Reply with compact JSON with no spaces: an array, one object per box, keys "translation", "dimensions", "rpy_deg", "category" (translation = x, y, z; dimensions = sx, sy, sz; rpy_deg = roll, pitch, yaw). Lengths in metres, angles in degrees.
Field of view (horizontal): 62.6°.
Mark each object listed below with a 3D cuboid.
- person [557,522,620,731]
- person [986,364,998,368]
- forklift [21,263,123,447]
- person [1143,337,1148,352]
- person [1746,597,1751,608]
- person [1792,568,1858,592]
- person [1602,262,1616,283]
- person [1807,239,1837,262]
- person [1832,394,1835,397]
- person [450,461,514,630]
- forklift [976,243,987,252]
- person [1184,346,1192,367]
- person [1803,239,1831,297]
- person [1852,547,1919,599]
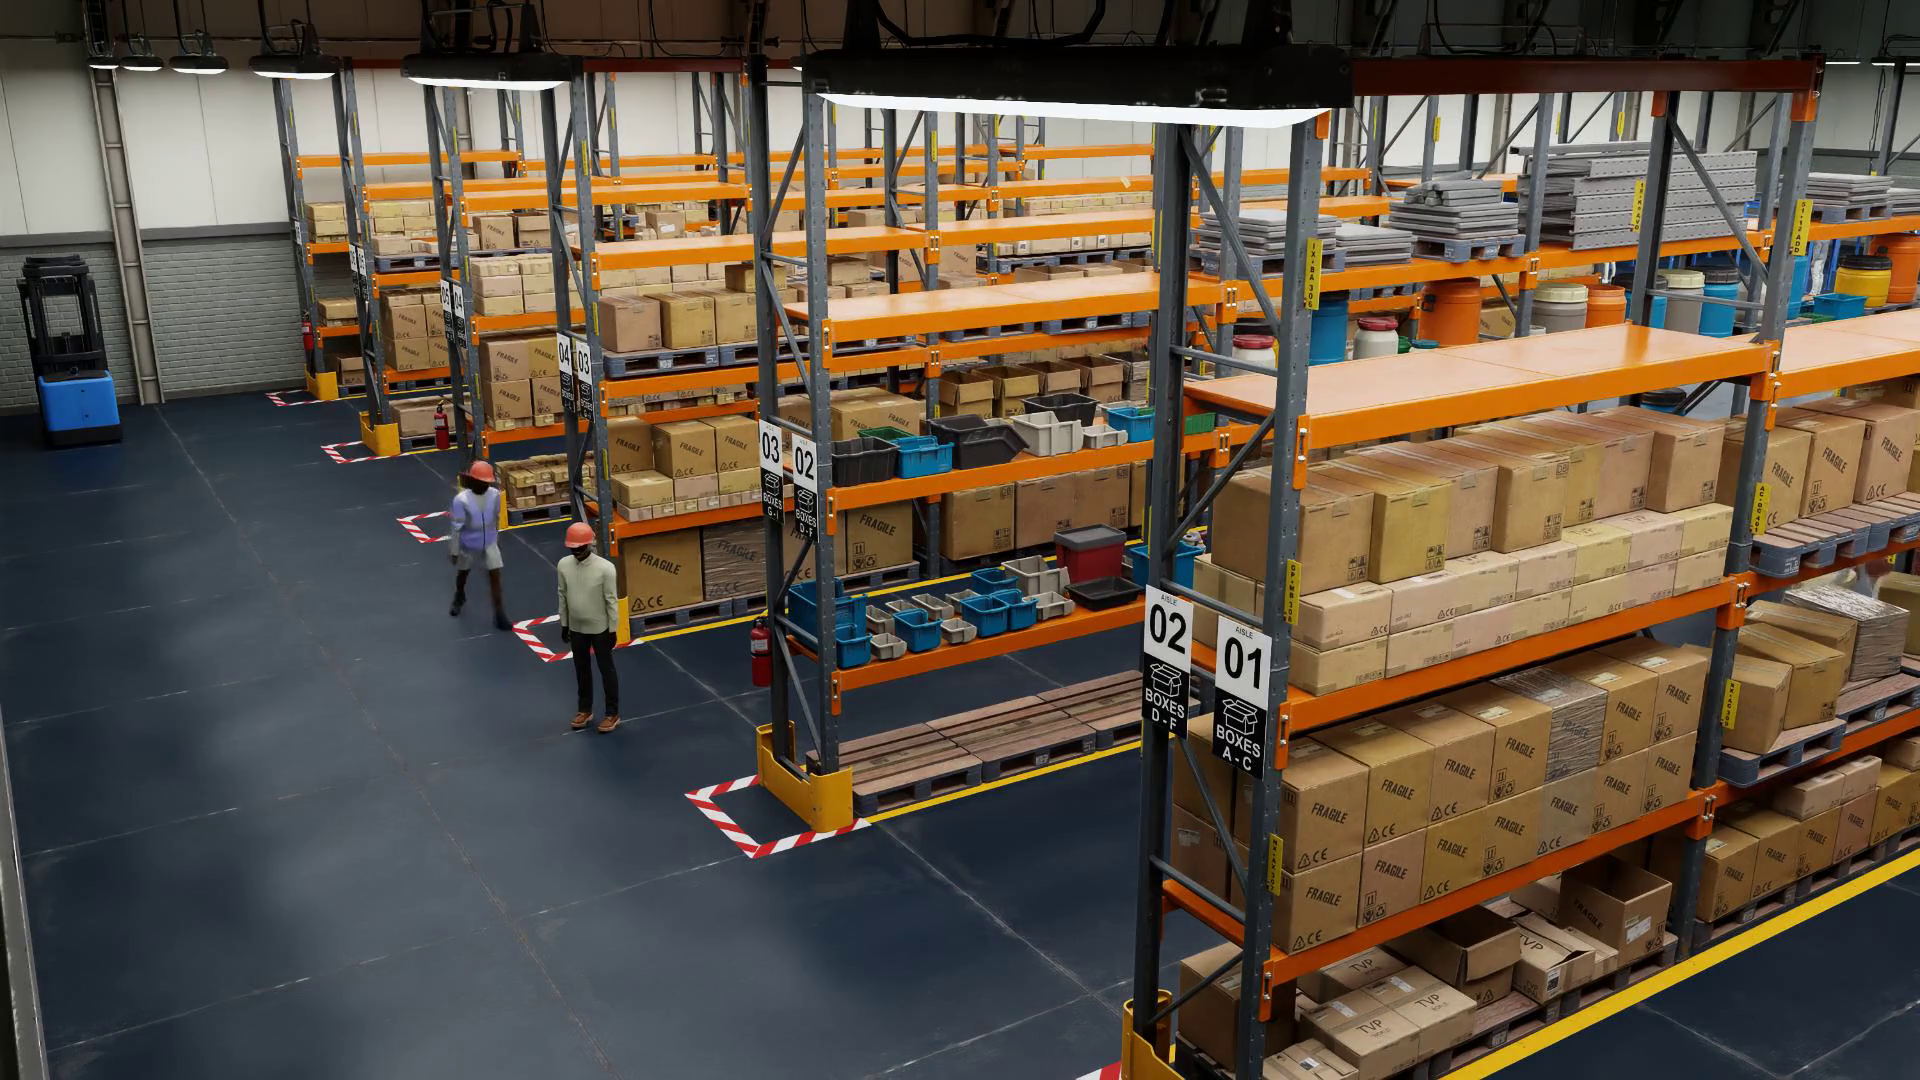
[{"translation":[-3.409,0.784,14.479],"dimensions":[0.615,1.987,0.407],"rpy_deg":[6,18,18],"category":"person"},{"translation":[0.421,-1.649,22.792],"dimensions":[0.961,1.796,0.648],"rpy_deg":[-8,19,-24],"category":"person"},{"translation":[-14.518,-3.079,25.708],"dimensions":[1.129,2.768,1.873],"rpy_deg":[-10,20,-31],"category":"forklift"},{"translation":[2.922,-2.149,24.056],"dimensions":[0.861,2.003,0.629],"rpy_deg":[-13,21,-37],"category":"person"},{"translation":[8.394,0.124,16.769],"dimensions":[1.011,1.921,0.615],"rpy_deg":[-15,23,-41],"category":"person"},{"translation":[8.079,0.761,14.840],"dimensions":[0.471,1.813,0.610],"rpy_deg":[-11,20,-31],"category":"person"},{"translation":[17.964,-8.039,43.614],"dimensions":[0.513,1.866,0.331],"rpy_deg":[-5,18,-14],"category":"person"},{"translation":[26.570,-9.526,48.408],"dimensions":[0.653,1.905,0.942],"rpy_deg":[-11,20,-31],"category":"person"},{"translation":[15.084,-2.878,26.746],"dimensions":[0.510,1.844,0.820],"rpy_deg":[-1,17,-4],"category":"person"},{"translation":[-5.316,0.004,17.263],"dimensions":[0.594,1.871,1.066],"rpy_deg":[-12,21,-35],"category":"person"},{"translation":[0.988,-5.474,34.718],"dimensions":[1.214,2.155,2.313],"rpy_deg":[-10,20,-31],"category":"forklift"},{"translation":[3.379,-1.949,23.540],"dimensions":[0.594,1.924,0.383],"rpy_deg":[-6,18,-18],"category":"person"},{"translation":[22.224,-7.239,40.864],"dimensions":[0.635,1.940,0.366],"rpy_deg":[-15,22,-39],"category":"person"},{"translation":[9.477,0.311,16.141],"dimensions":[1.069,1.937,0.589],"rpy_deg":[-6,18,-20],"category":"person"}]
